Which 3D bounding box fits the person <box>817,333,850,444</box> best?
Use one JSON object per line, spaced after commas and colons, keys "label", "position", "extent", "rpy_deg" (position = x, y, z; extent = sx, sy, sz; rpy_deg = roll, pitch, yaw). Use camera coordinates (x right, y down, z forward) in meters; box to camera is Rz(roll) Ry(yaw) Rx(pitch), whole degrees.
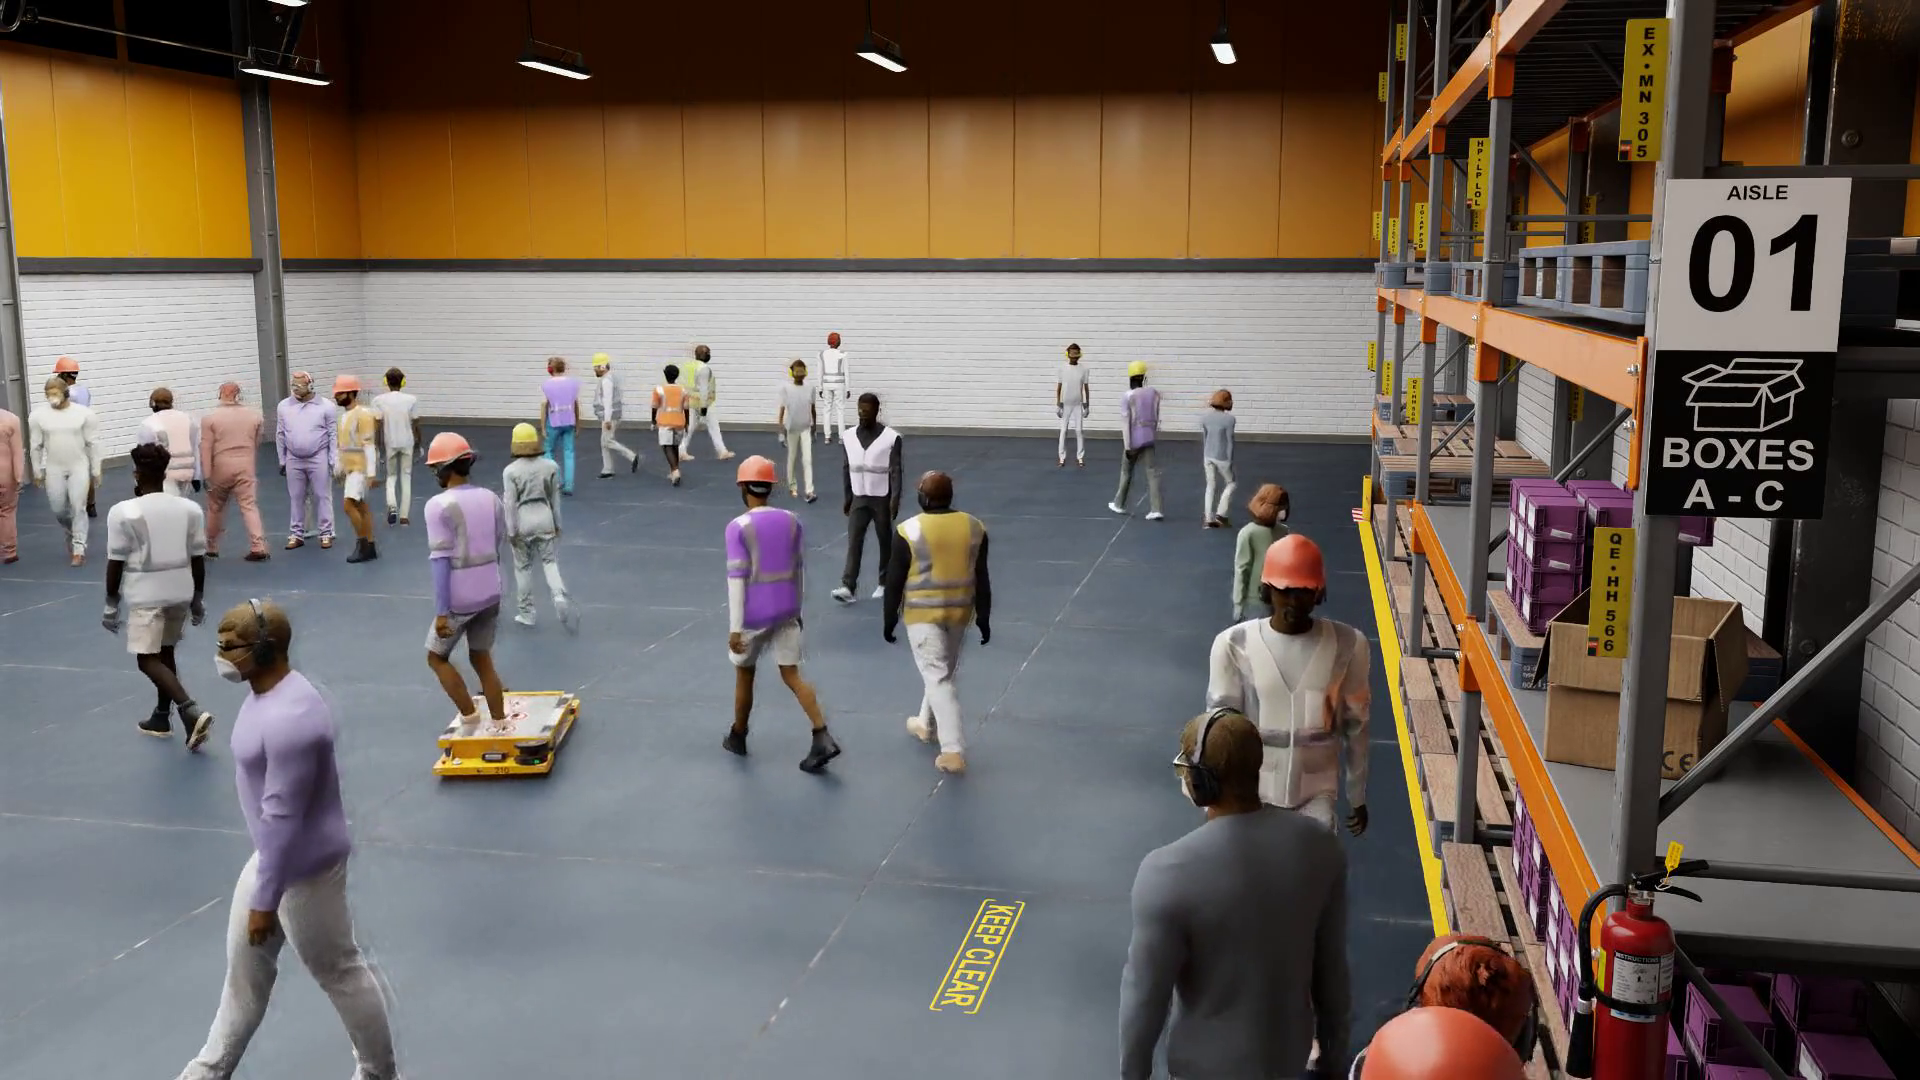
{"label": "person", "position": [-2.128, -2.564, 28.140], "extent": [0.575, 1.881, 0.356], "rpy_deg": [3, 10, 16]}

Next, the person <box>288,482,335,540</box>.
{"label": "person", "position": [-7.143, -0.799, 18.306], "extent": [0.492, 1.617, 0.606], "rpy_deg": [1, 9, 7]}

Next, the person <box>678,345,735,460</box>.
{"label": "person", "position": [-4.000, -2.120, 25.744], "extent": [0.953, 1.795, 0.644], "rpy_deg": [-6, 11, -33]}

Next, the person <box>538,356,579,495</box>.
{"label": "person", "position": [-5.245, -1.487, 21.824], "extent": [0.588, 1.829, 0.471], "rpy_deg": [-7, 12, -35]}

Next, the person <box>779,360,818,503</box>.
{"label": "person", "position": [-2.060, -1.385, 21.234], "extent": [0.553, 1.813, 0.994], "rpy_deg": [-3, 10, -18]}

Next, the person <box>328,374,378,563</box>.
{"label": "person", "position": [-6.189, -0.716, 16.879], "extent": [0.581, 1.917, 0.553], "rpy_deg": [9, 13, 43]}

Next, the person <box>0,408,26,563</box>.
{"label": "person", "position": [-9.694, -0.647, 16.606], "extent": [0.653, 1.881, 0.815], "rpy_deg": [-3, 10, -19]}

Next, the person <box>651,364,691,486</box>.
{"label": "person", "position": [-3.965, -1.590, 22.931], "extent": [0.533, 1.664, 0.804], "rpy_deg": [-6, 11, -31]}

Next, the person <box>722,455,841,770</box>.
{"label": "person", "position": [-1.128, 0.445, 10.039], "extent": [0.594, 1.888, 0.972], "rpy_deg": [-8, 12, -40]}

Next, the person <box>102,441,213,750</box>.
{"label": "person", "position": [-4.998, 0.351, 10.436], "extent": [0.848, 1.938, 0.623], "rpy_deg": [6, 11, 30]}

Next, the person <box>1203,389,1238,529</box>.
{"label": "person", "position": [2.972, -0.926, 19.074], "extent": [0.375, 1.617, 0.503], "rpy_deg": [-8, 13, -41]}

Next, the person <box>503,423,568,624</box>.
{"label": "person", "position": [-3.542, -0.118, 13.874], "extent": [0.493, 1.721, 0.622], "rpy_deg": [-6, 11, -33]}

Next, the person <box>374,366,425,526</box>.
{"label": "person", "position": [-6.489, -1.083, 19.301], "extent": [0.522, 1.855, 0.401], "rpy_deg": [-2, 10, -11]}

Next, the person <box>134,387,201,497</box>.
{"label": "person", "position": [-7.938, -0.606, 16.542], "extent": [0.712, 1.810, 0.642], "rpy_deg": [4, 10, 24]}

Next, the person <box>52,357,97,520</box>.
{"label": "person", "position": [-10.510, -1.195, 19.723], "extent": [0.354, 1.939, 0.544], "rpy_deg": [-1, 9, -3]}

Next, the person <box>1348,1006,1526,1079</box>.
{"label": "person", "position": [0.642, 1.619, 2.756], "extent": [0.633, 1.959, 0.930], "rpy_deg": [-4, 10, -25]}

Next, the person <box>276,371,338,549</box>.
{"label": "person", "position": [-6.958, -0.846, 17.733], "extent": [0.638, 1.904, 0.402], "rpy_deg": [-1, 9, -5]}

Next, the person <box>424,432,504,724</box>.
{"label": "person", "position": [-3.016, 0.352, 10.164], "extent": [0.558, 2.012, 0.648], "rpy_deg": [4, 10, 23]}

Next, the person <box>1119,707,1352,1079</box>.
{"label": "person", "position": [0.671, 1.361, 4.479], "extent": [0.633, 1.881, 1.027], "rpy_deg": [-5, 11, -28]}

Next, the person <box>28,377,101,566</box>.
{"label": "person", "position": [-9.065, -0.713, 16.900], "extent": [0.633, 1.919, 0.657], "rpy_deg": [-3, 10, -19]}

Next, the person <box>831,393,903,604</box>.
{"label": "person", "position": [-0.834, -0.358, 14.843], "extent": [0.619, 1.876, 0.938], "rpy_deg": [4, 10, 20]}

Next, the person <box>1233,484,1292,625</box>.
{"label": "person", "position": [2.041, 0.423, 10.975], "extent": [0.521, 1.603, 0.703], "rpy_deg": [-8, 12, -40]}

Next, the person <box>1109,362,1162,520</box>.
{"label": "person", "position": [2.137, -1.188, 19.882], "extent": [0.589, 1.875, 1.010], "rpy_deg": [-4, 10, -25]}

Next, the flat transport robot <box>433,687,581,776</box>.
{"label": "flat transport robot", "position": [-2.815, 1.178, 10.437], "extent": [0.652, 0.197, 1.431], "rpy_deg": [-1, 9, -5]}

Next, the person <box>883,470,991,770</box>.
{"label": "person", "position": [-0.144, 0.465, 10.190], "extent": [0.643, 1.790, 1.004], "rpy_deg": [-5, 11, -27]}

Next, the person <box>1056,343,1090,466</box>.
{"label": "person", "position": [1.696, -2.021, 24.960], "extent": [0.501, 1.860, 0.344], "rpy_deg": [0, 9, 1]}

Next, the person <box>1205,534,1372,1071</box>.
{"label": "person", "position": [1.247, 0.990, 6.331], "extent": [0.644, 2.009, 0.908], "rpy_deg": [1, 10, 8]}

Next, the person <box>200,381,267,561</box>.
{"label": "person", "position": [-7.477, -0.705, 17.108], "extent": [0.660, 1.852, 0.987], "rpy_deg": [-9, 13, -42]}

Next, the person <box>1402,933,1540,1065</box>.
{"label": "person", "position": [0.862, 1.605, 3.105], "extent": [0.600, 1.840, 0.922], "rpy_deg": [-1, 9, -7]}

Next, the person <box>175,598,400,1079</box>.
{"label": "person", "position": [-2.422, 1.149, 5.725], "extent": [0.920, 1.896, 0.652], "rpy_deg": [-6, 11, -32]}

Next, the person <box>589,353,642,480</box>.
{"label": "person", "position": [-4.861, -1.732, 23.391], "extent": [0.664, 1.796, 0.632], "rpy_deg": [-1, 9, -7]}
